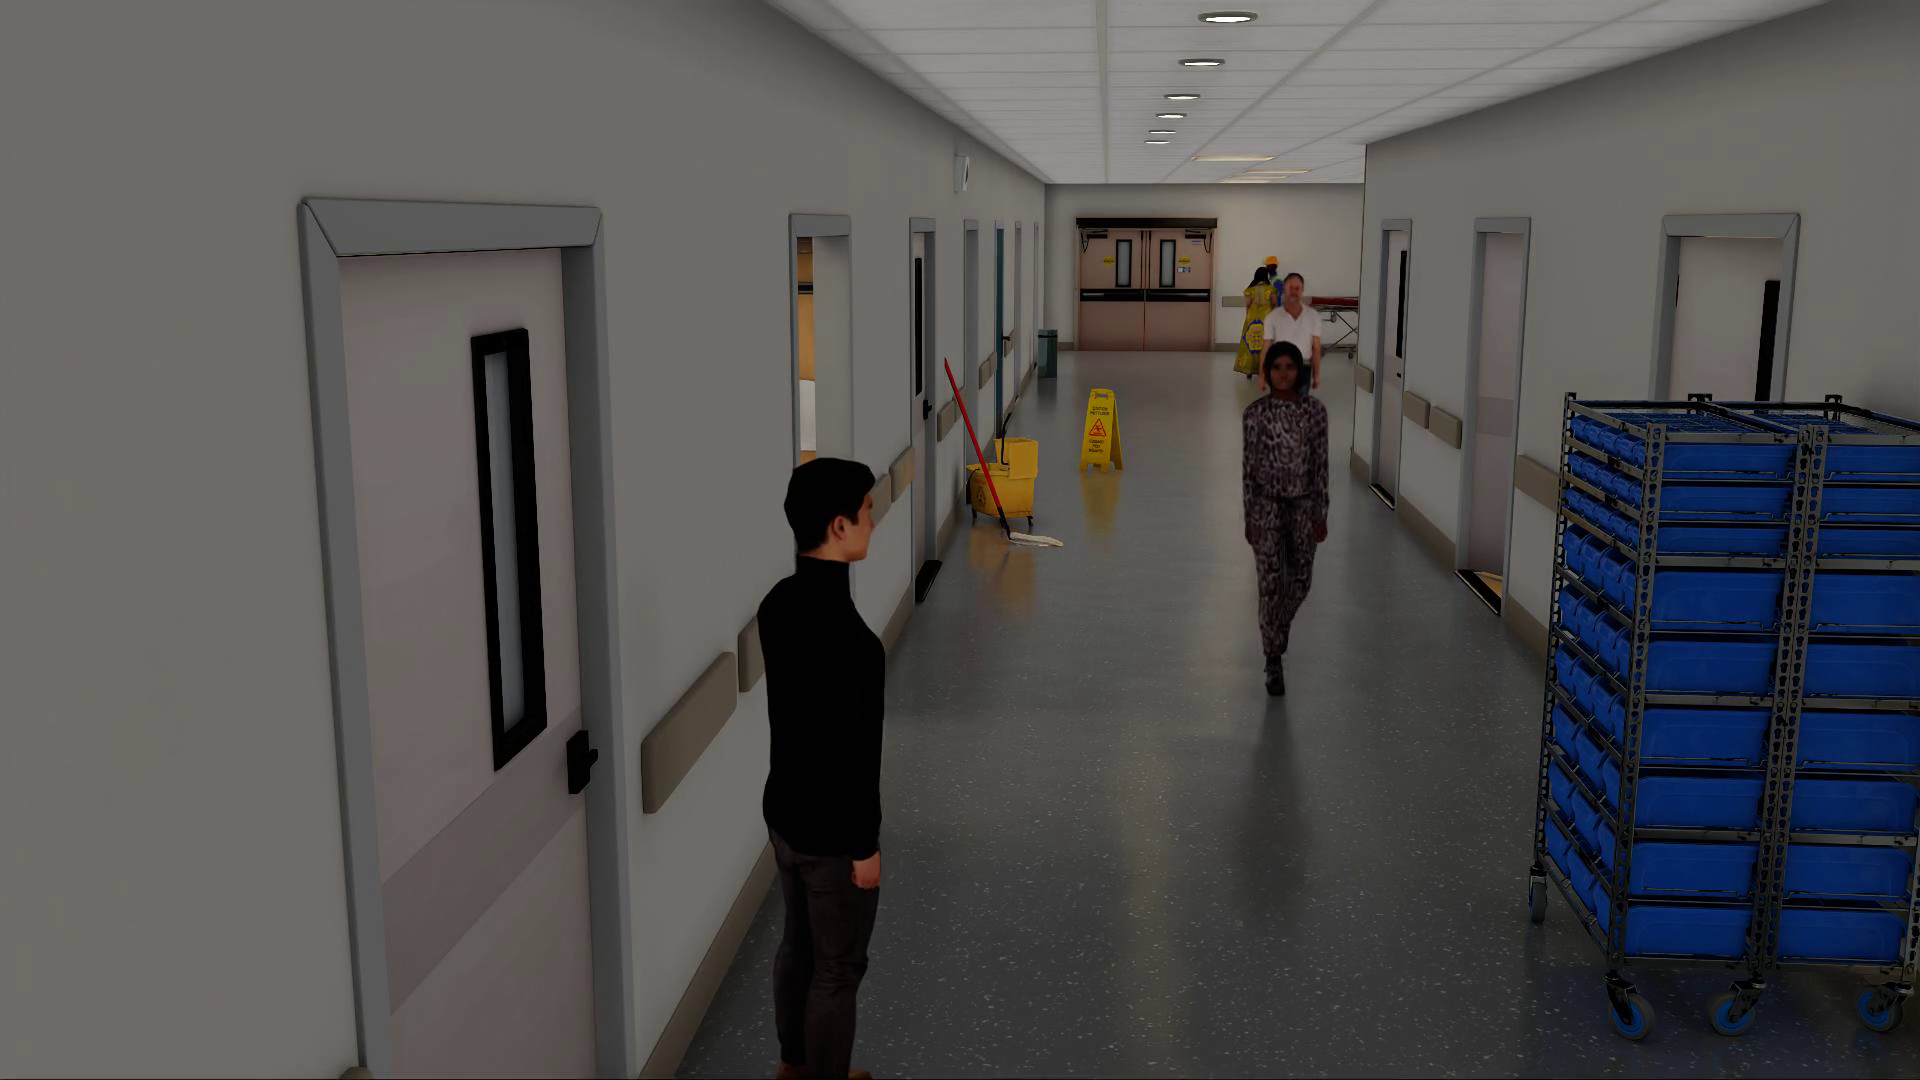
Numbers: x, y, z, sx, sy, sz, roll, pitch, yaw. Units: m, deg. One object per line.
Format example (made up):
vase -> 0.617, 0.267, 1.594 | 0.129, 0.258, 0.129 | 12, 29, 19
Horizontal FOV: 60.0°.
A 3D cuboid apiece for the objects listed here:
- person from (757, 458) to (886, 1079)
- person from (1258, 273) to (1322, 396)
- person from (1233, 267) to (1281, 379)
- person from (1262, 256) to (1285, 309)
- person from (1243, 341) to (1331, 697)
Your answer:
person -> -0.337, 0.651, 4.101 | 0.782, 1.722, 0.660 | -5, 12, -25
person -> 2.981, -1.458, 14.996 | 0.857, 1.805, 1.303 | 3, 11, 17
person -> 4.488, -3.251, 24.840 | 0.866, 1.658, 0.770 | 2, 11, 10
person -> 4.861, -3.419, 25.404 | 0.888, 1.776, 1.113 | 1, 11, 3
person -> 1.609, -0.122, 8.249 | 0.568, 1.695, 1.044 | 1, 11, 5
